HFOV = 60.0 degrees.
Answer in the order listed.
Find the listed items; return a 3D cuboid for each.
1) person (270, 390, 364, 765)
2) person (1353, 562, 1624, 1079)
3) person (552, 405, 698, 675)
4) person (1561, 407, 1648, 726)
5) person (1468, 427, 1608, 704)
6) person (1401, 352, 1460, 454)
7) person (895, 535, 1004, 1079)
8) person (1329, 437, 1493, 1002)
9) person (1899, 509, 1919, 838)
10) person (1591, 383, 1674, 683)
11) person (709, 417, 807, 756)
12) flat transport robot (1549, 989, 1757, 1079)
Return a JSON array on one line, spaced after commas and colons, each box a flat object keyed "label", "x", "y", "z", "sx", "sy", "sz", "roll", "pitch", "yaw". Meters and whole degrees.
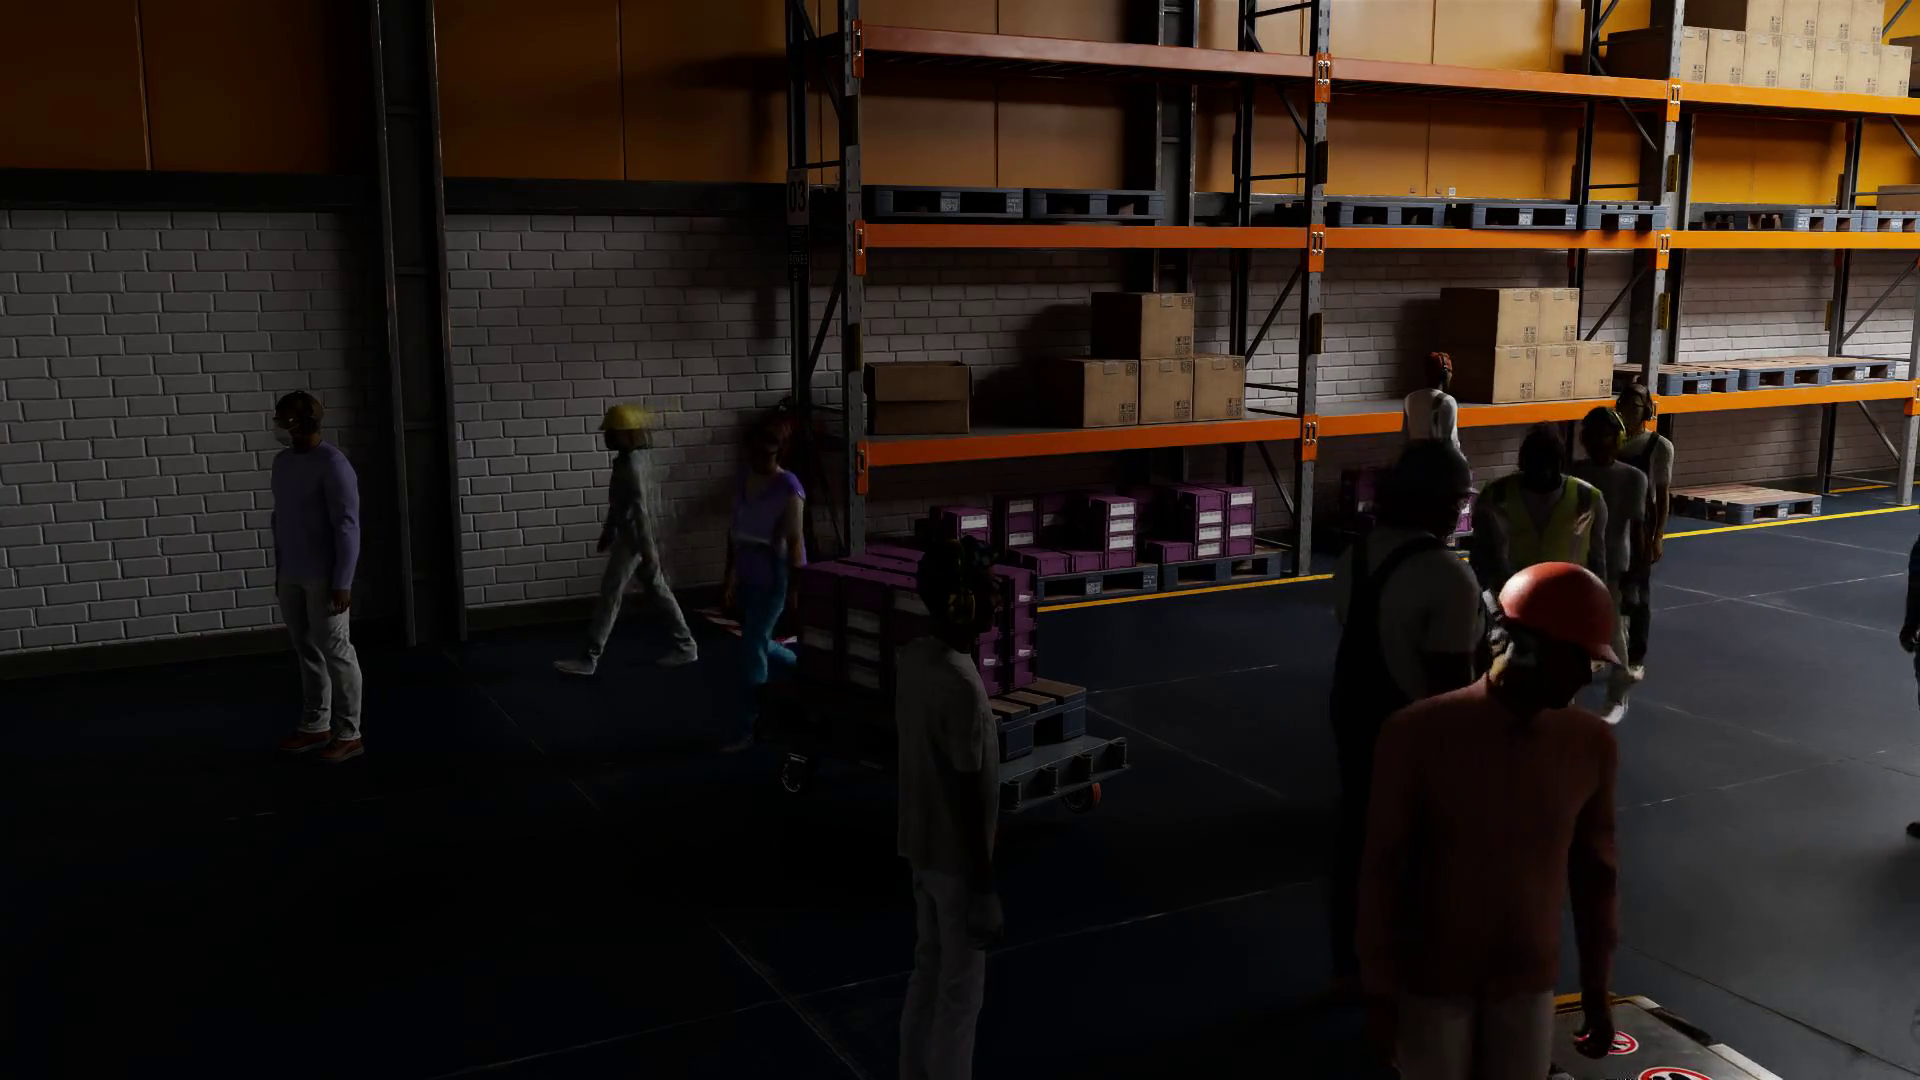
[{"label": "person", "x": -3.360, "y": 0.191, "z": 8.636, "sx": 0.635, "sy": 1.939, "sz": 0.362, "roll": 7, "pitch": 12, "yaw": 35}, {"label": "person", "x": 1.214, "y": 1.014, "z": 3.845, "sx": 0.664, "sy": 1.952, "sz": 0.446, "roll": -2, "pitch": 10, "yaw": -9}, {"label": "person", "x": -2.092, "y": -0.001, "z": 10.456, "sx": 0.917, "sy": 1.694, "sz": 0.491, "roll": -2, "pitch": 10, "yaw": -11}, {"label": "person", "x": 3.457, "y": 0.182, "z": 9.039, "sx": 0.547, "sy": 1.816, "sz": 0.976, "roll": 9, "pitch": 14, "yaw": 43}, {"label": "person", "x": 2.751, "y": 0.375, "z": 7.994, "sx": 0.648, "sy": 1.815, "sz": 0.682, "roll": 3, "pitch": 10, "yaw": 19}, {"label": "person", "x": 3.611, "y": -0.494, "z": 12.739, "sx": 0.354, "sy": 1.883, "sz": 0.572, "roll": -5, "pitch": 11, "yaw": -24}, {"label": "person", "x": -0.008, "y": 0.914, "z": 4.701, "sx": 0.321, "sy": 1.861, "sz": 0.532, "roll": -4, "pitch": 11, "yaw": -23}, {"label": "person", "x": 1.667, "y": 0.630, "z": 5.817, "sx": 0.779, "sy": 2.000, "sz": 0.712, "roll": -4, "pitch": 11, "yaw": -22}, {"label": "person", "x": 4.667, "y": 0.389, "z": 7.568, "sx": 0.744, "sy": 1.917, "sz": 0.638, "roll": -4, "pitch": 11, "yaw": -23}, {"label": "person", "x": 4.101, "y": -0.047, "z": 10.275, "sx": 0.506, "sy": 1.847, "sz": 0.345, "roll": 8, "pitch": 13, "yaw": 39}, {"label": "person", "x": -0.968, "y": 0.230, "z": 8.794, "sx": 0.732, "sy": 1.803, "sz": 0.611, "roll": -6, "pitch": 12, "yaw": -33}, {"label": "flat transport robot", "x": 2.063, "y": 1.669, "z": 4.926, "sx": 0.652, "sy": 0.197, "sz": 1.431, "roll": -3, "pitch": 10, "yaw": -18}]
